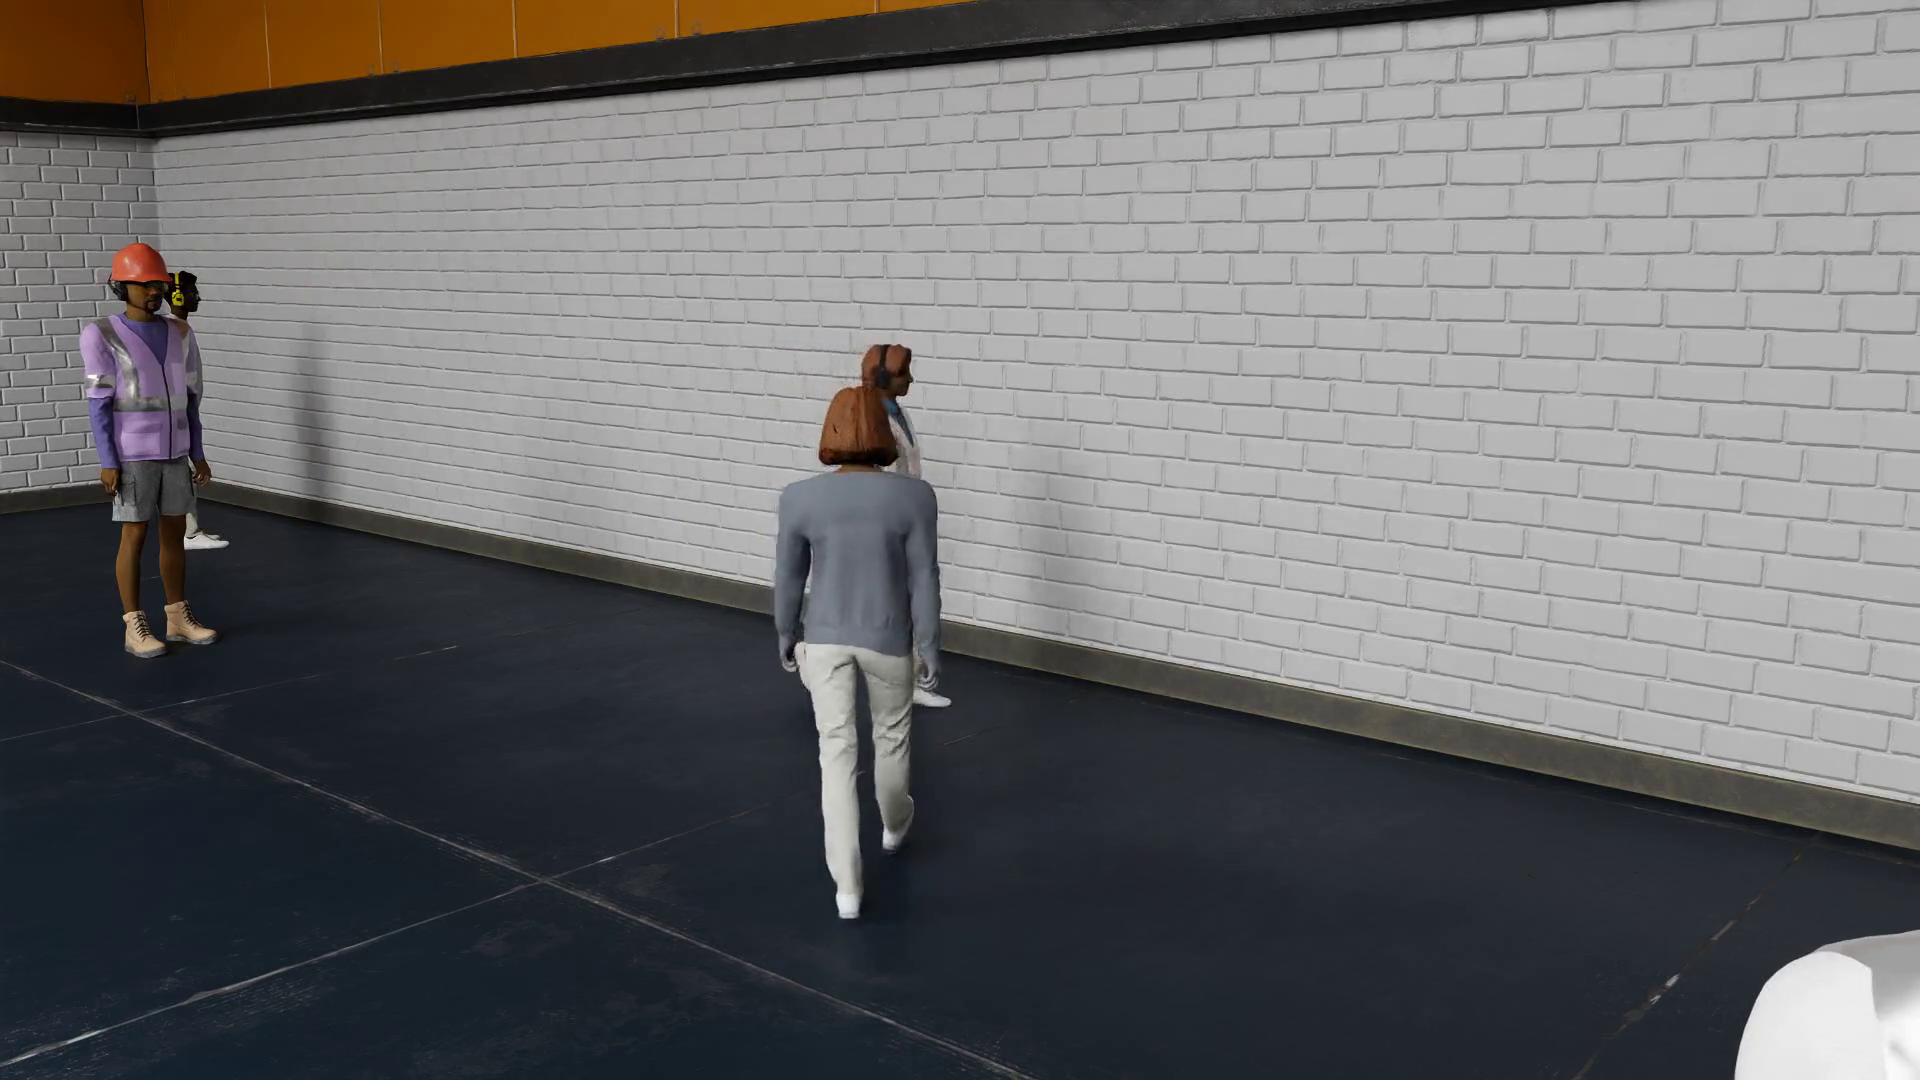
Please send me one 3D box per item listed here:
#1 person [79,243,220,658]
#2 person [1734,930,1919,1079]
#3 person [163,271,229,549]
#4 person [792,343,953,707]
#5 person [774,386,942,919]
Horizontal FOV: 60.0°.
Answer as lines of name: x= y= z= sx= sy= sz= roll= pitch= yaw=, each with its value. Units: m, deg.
person: x=-4.030 y=-0.447 z=8.320 sx=0.371 sy=2.044 sz=0.608 roll=5 pitch=11 yaw=26
person: x=0.789 y=0.858 z=1.218 sx=0.543 sy=1.928 sz=0.372 roll=1 pitch=10 yaw=4
person: x=-5.208 y=-0.871 z=11.225 sx=0.326 sy=1.872 sz=0.518 roll=-6 pitch=12 yaw=-32
person: x=-0.386 y=-0.053 z=7.284 sx=0.643 sy=1.619 sz=0.521 roll=2 pitch=10 yaw=14
person: x=-0.319 y=0.312 z=5.249 sx=0.530 sy=1.587 sz=0.831 roll=0 pitch=10 yaw=2
